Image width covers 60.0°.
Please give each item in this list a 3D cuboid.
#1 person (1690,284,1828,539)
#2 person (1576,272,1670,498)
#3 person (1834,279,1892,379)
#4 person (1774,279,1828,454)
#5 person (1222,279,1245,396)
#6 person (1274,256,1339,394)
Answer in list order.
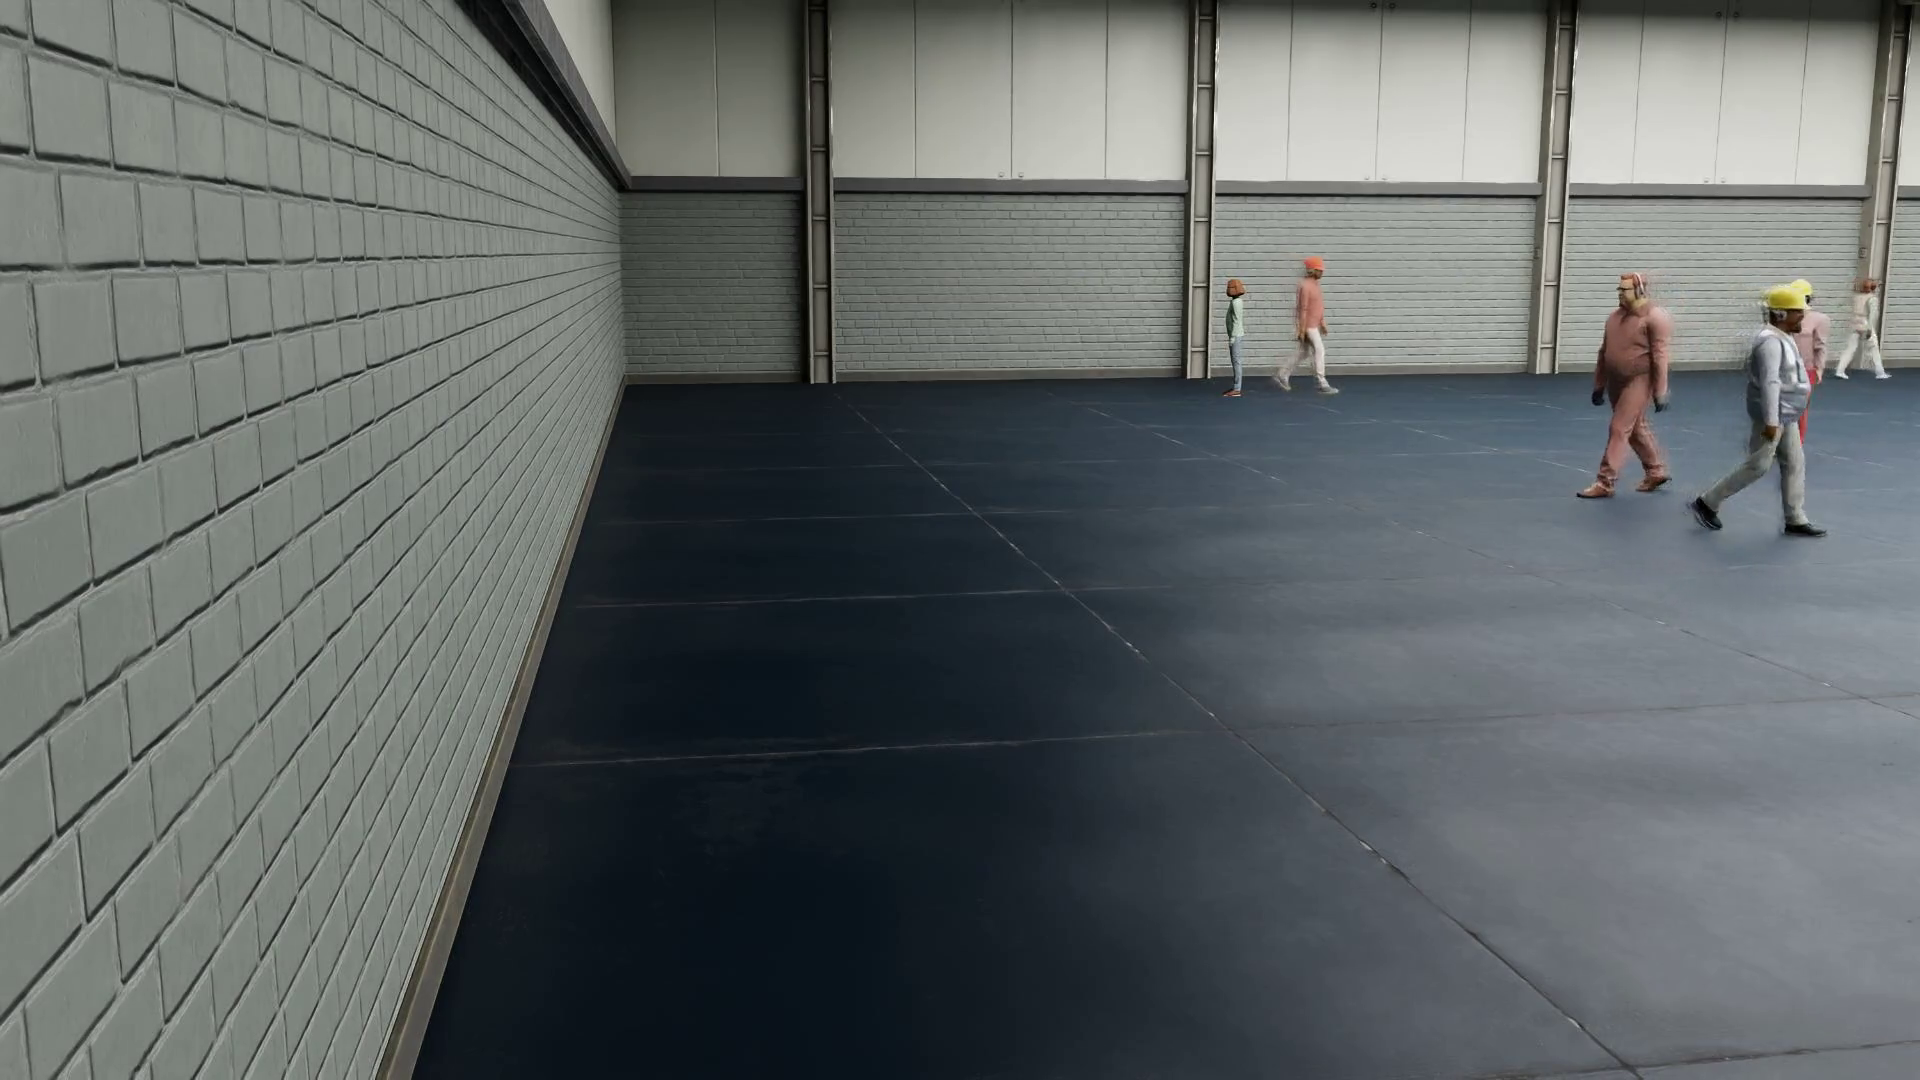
[{"bbox_3d":[5.727,-0.917,11.827,0.852,1.802,0.601,7,12,35],"label":"person"},{"bbox_3d":[5.561,-1.284,13.769,0.989,1.865,0.662,-3,10,-17],"label":"person"},{"bbox_3d":[14.310,-3.328,26.288,0.851,1.597,0.521,-1,10,-6],"label":"person"},{"bbox_3d":[8.150,-1.659,16.238,0.534,1.751,0.570,8,12,37],"label":"person"},{"bbox_3d":[3.839,-2.833,23.321,0.280,1.634,0.498,2,10,12],"label":"person"},{"bbox_3d":[4.970,-3.080,23.829,0.950,1.962,0.615,5,11,25],"label":"person"}]
